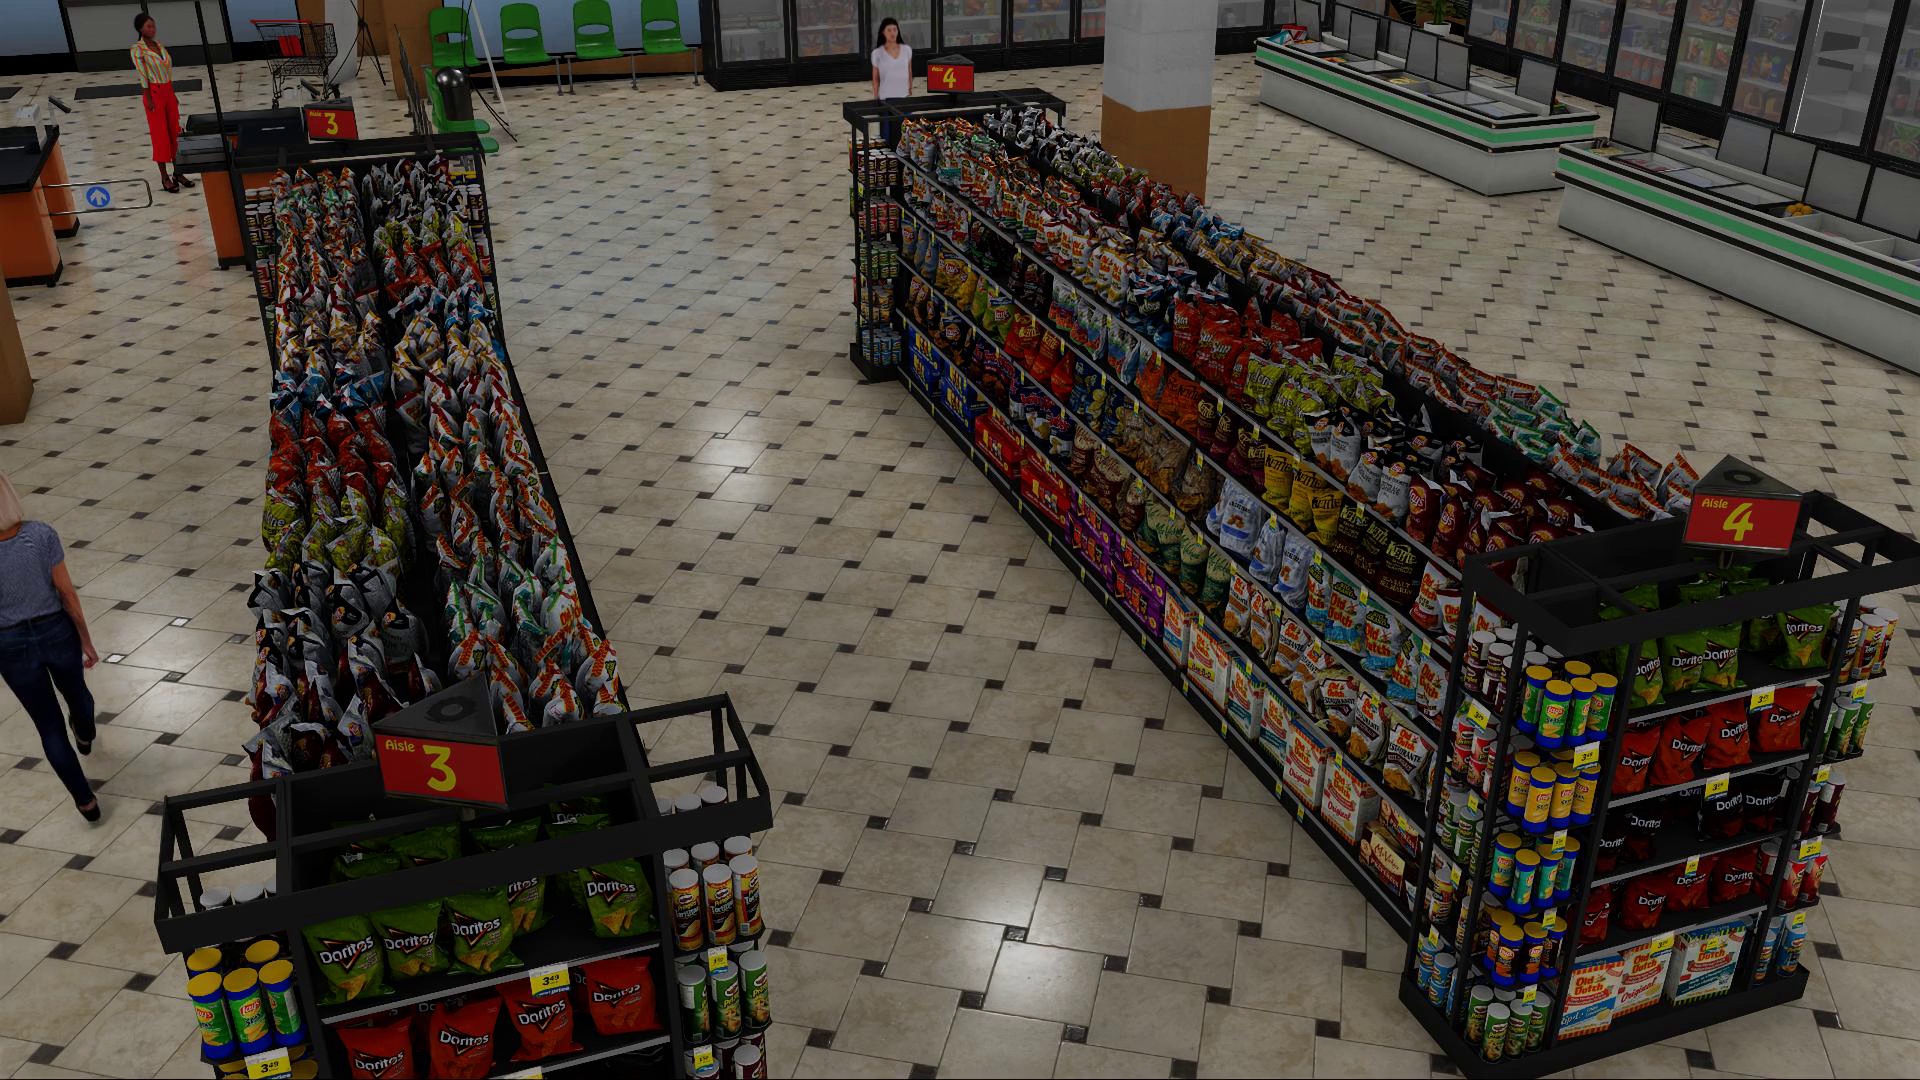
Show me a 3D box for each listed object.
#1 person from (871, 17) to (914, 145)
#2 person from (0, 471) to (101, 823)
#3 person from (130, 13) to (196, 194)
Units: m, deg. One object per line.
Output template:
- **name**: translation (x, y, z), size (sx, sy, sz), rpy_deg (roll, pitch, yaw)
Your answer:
- **person**: translation (-0.734, -4.652, 17.575), size (0.610, 1.673, 0.568), rpy_deg (-10, 29, -19)
- **person**: translation (-4.086, 0.509, 7.386), size (0.780, 1.685, 1.101), rpy_deg (-18, 32, -31)
- **person**: translation (-8.251, -4.509, 17.161), size (0.742, 1.794, 0.657), rpy_deg (8, 28, 16)
